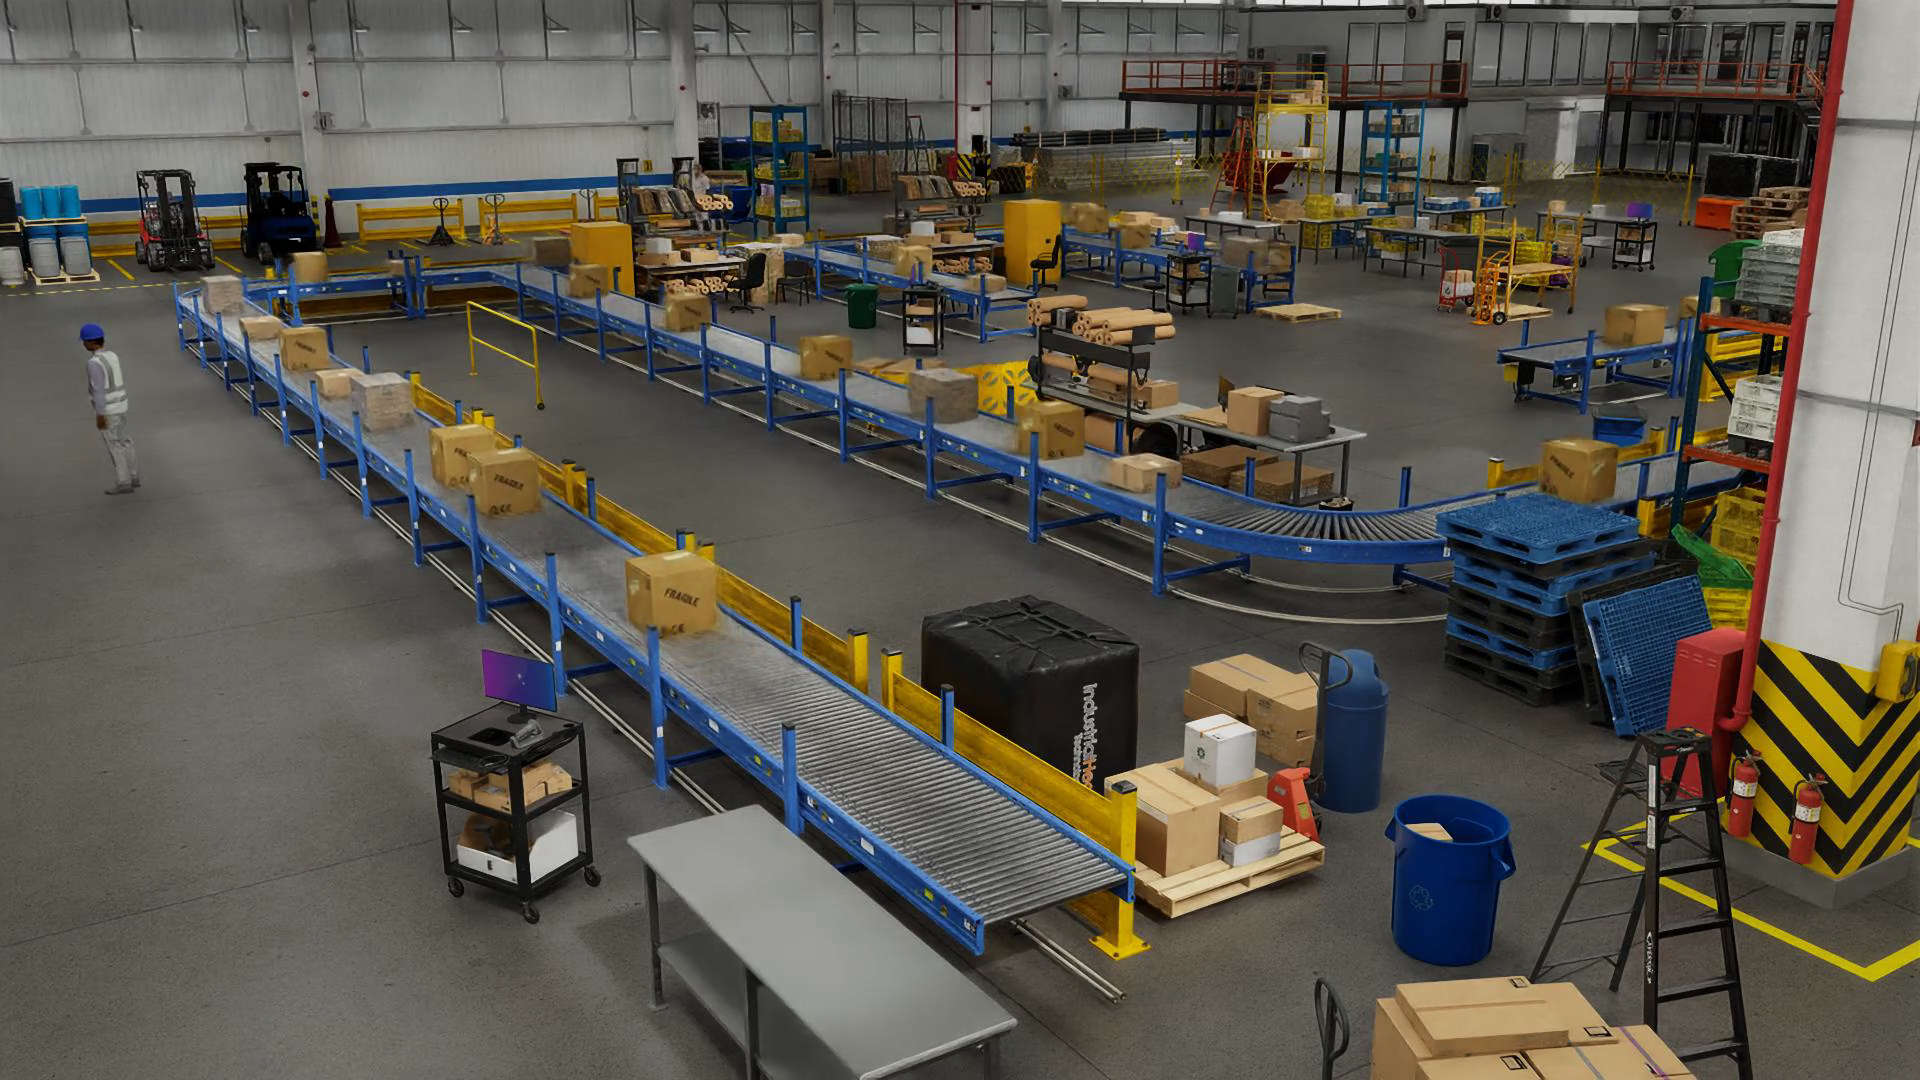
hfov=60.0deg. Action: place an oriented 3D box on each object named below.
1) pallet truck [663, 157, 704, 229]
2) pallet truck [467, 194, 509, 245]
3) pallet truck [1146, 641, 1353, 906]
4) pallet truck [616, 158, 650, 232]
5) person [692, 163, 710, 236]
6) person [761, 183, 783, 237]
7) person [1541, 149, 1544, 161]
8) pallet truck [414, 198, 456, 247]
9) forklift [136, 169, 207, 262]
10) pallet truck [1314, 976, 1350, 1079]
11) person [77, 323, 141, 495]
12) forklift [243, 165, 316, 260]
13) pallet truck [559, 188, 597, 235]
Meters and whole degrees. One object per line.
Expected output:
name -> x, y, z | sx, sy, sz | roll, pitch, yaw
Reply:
pallet truck -> -7.586, -9.308, 44.692 | 0.823, 1.965, 1.885 | -11, 20, -33
pallet truck -> -11.983, -8.177, 42.137 | 0.704, 1.261, 1.522 | -11, 20, -33
pallet truck -> 1.664, 1.407, 10.232 | 1.630, 1.274, 0.653 | -10, 20, -31
pallet truck -> -8.918, -9.176, 44.255 | 0.823, 1.965, 1.885 | -9, 19, -27
person -> -6.760, -8.798, 43.151 | 0.401, 1.906, 0.651 | -14, 22, -40
person -> -4.631, -8.277, 41.185 | 0.605, 2.045, 0.377 | -7, 18, -22
person -> 21.838, -14.500, 62.595 | 0.494, 1.622, 0.298 | 8, 19, 26
pallet truck -> -13.250, -8.060, 41.856 | 0.680, 1.201, 1.601 | -10, 20, -31
forklift -> -17.842, -7.318, 37.559 | 1.157, 1.987, 2.680 | -10, 20, -31
pallet truck -> 2.299, 2.390, 7.086 | 1.601, 1.201, 0.680 | -2, 17, -7
person -> -9.631, -1.485, 18.785 | 0.437, 1.935, 0.626 | -3, 17, -9
forklift -> -15.898, -7.669, 38.708 | 1.157, 1.987, 2.680 | -11, 20, -33
pallet truck -> -10.010, -8.652, 43.699 | 0.653, 1.274, 1.630 | -10, 20, -31
